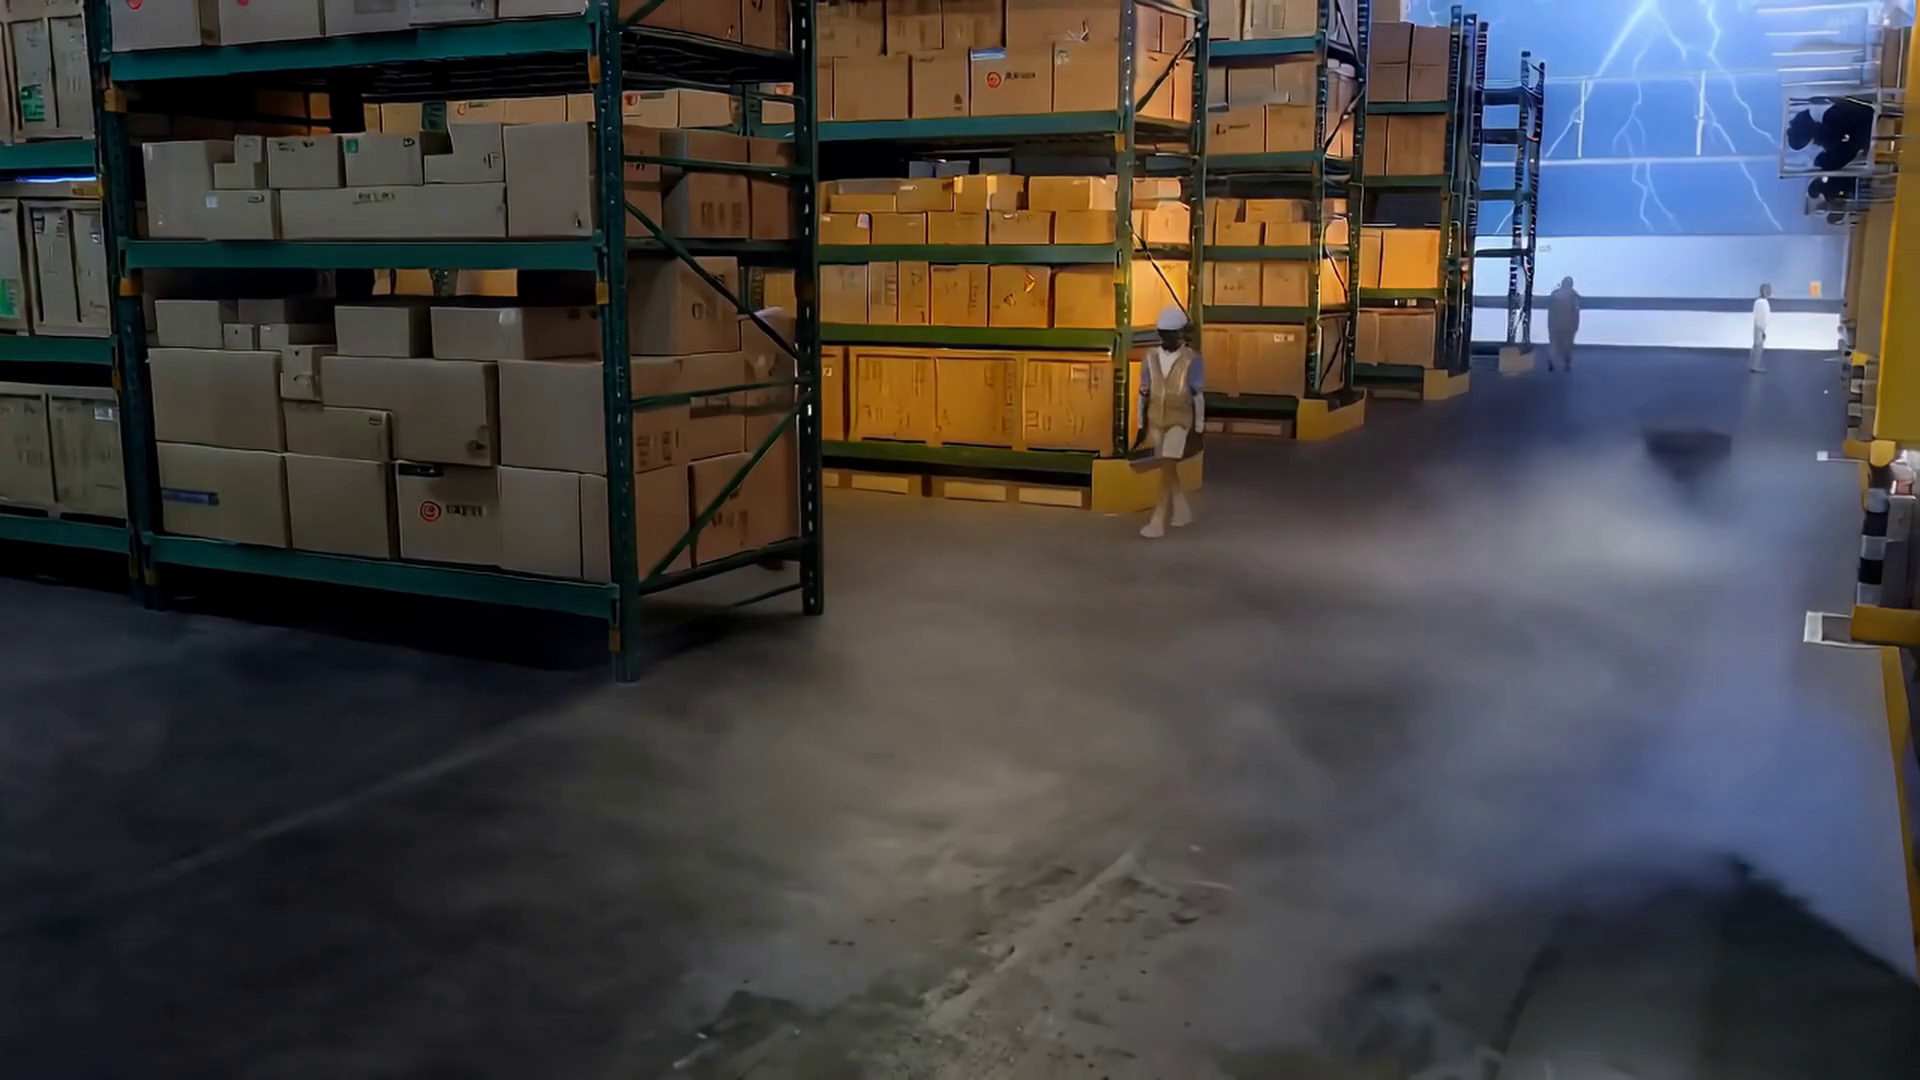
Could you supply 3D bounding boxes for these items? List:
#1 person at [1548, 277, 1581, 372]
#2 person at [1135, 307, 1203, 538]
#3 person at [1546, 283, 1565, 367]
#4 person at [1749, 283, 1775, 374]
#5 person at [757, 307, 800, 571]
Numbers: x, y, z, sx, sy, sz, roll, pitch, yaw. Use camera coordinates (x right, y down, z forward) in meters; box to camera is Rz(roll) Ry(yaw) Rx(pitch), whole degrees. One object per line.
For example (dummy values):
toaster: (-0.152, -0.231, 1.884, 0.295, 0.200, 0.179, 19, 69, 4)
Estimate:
person: (11.869, -4.243, 32.742, 0.638, 1.876, 0.915, 6, 12, 31)
person: (1.757, -1.004, 13.928, 0.557, 1.892, 1.007, 6, 12, 32)
person: (12.223, -4.365, 33.872, 0.501, 1.718, 0.510, 0, 10, -2)
person: (15.507, -4.087, 32.160, 0.337, 1.752, 0.564, 3, 10, 15)
person: (-1.369, -0.729, 12.183, 0.604, 1.935, 0.421, -6, 12, -33)
